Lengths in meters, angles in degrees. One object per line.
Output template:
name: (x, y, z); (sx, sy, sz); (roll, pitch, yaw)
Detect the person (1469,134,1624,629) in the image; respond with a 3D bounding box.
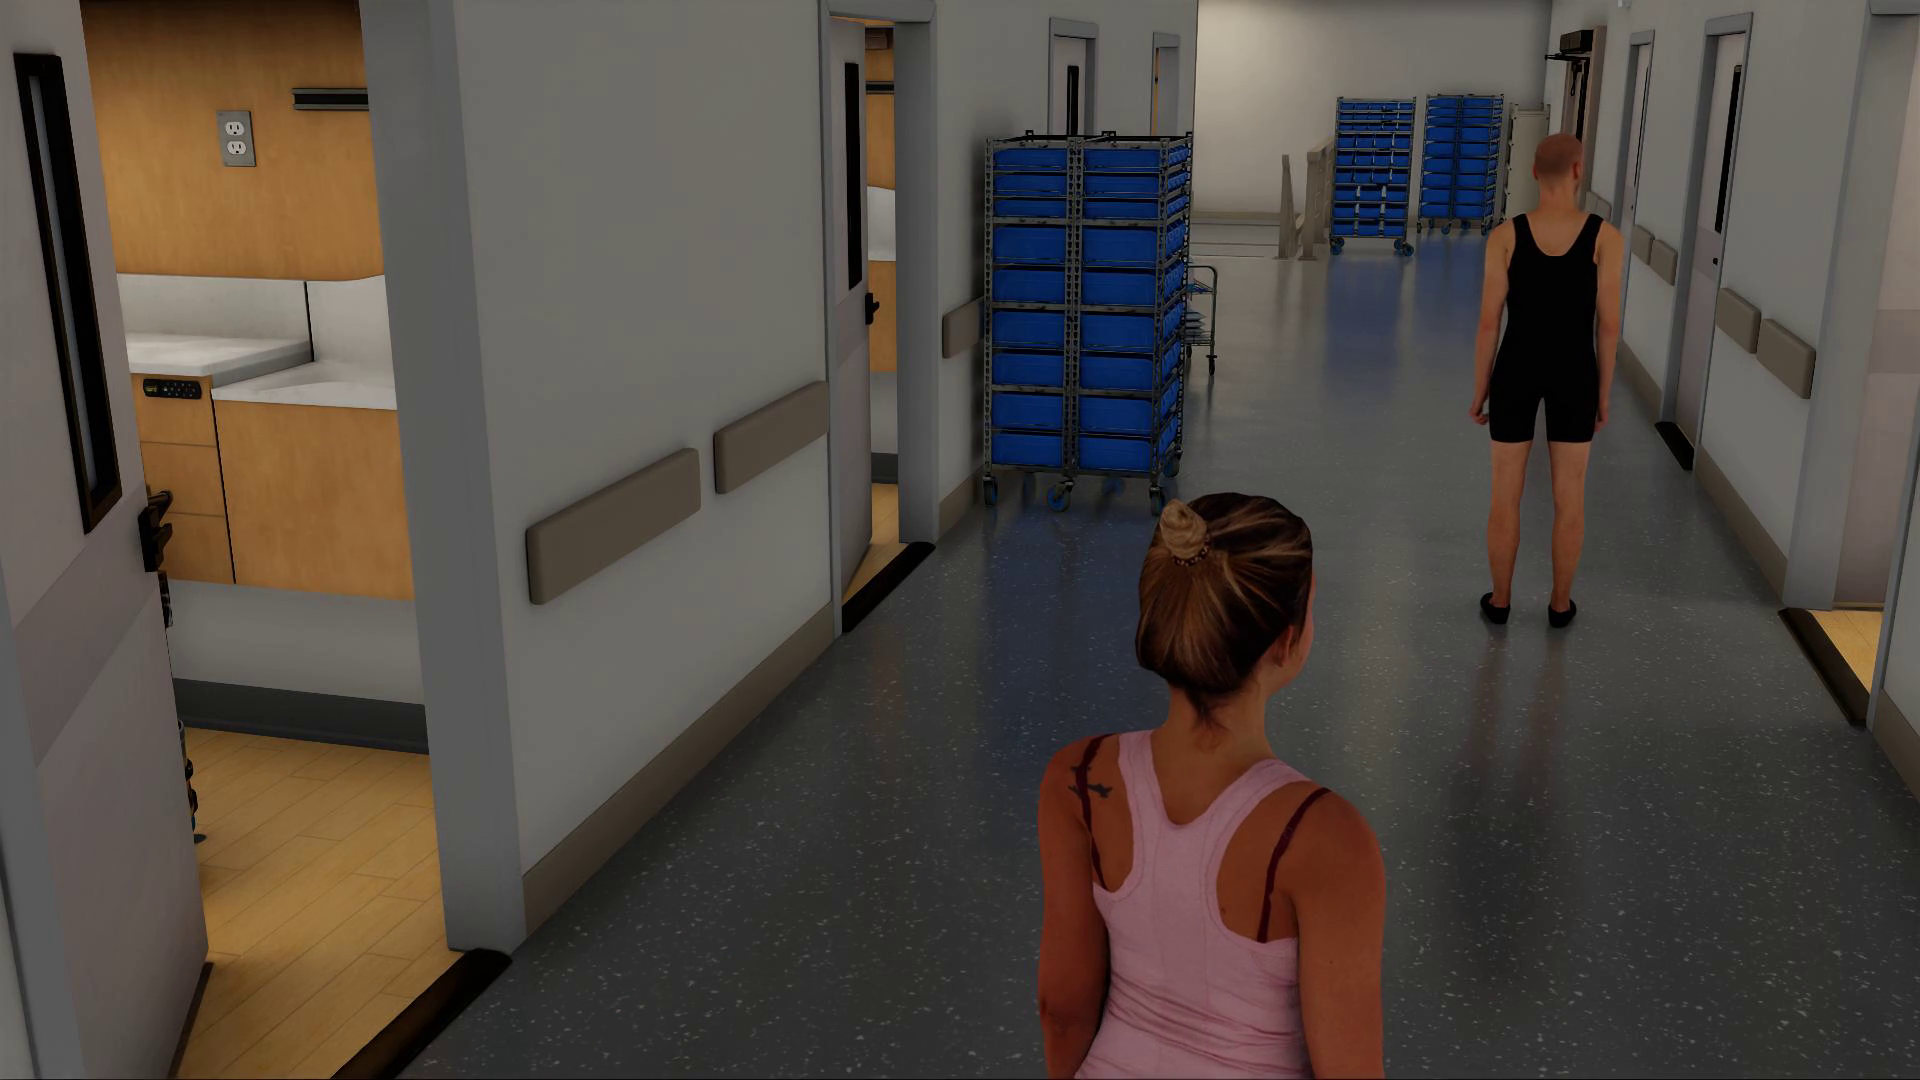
person: (2.158, -0.574, 6.155); (0.653, 1.815, 0.520); (5, 16, 17)

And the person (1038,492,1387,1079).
person: (0.257, 0.730, 1.845); (0.636, 1.644, 0.624); (11, 19, 35)
